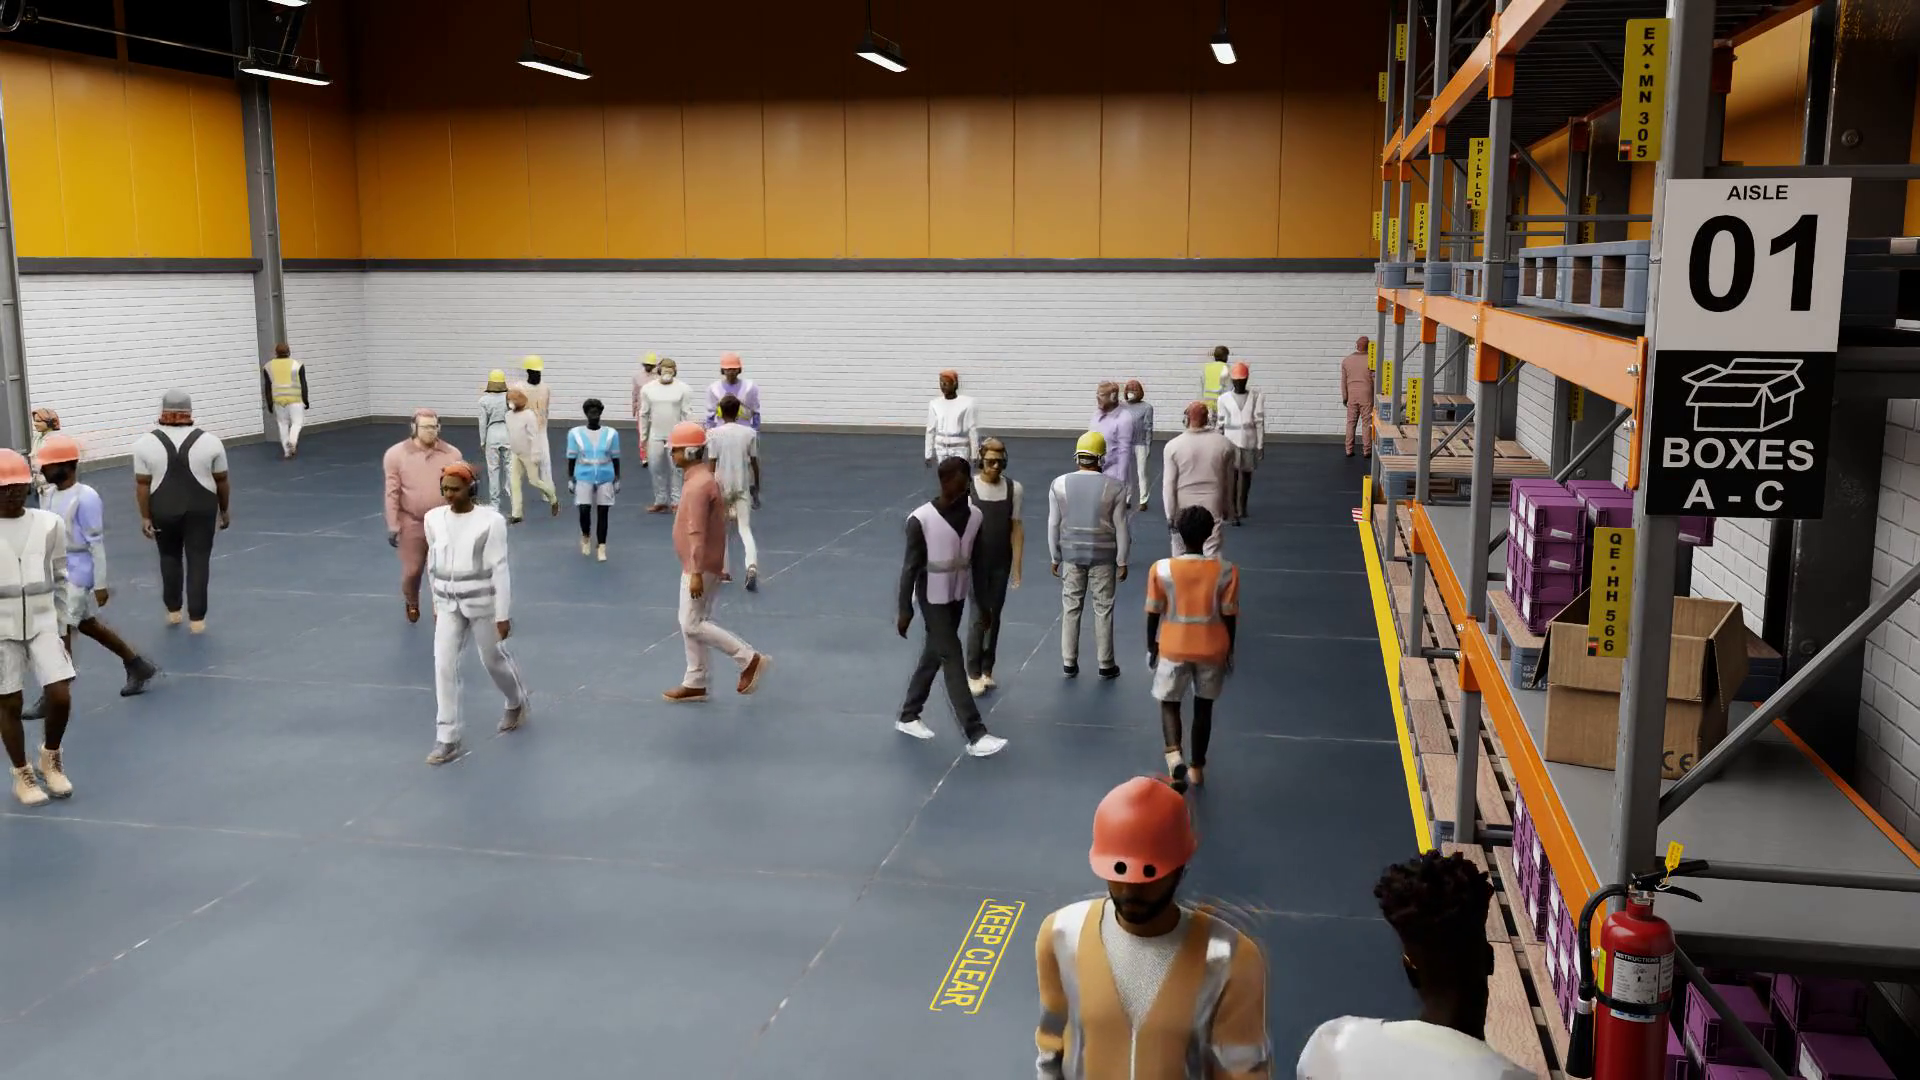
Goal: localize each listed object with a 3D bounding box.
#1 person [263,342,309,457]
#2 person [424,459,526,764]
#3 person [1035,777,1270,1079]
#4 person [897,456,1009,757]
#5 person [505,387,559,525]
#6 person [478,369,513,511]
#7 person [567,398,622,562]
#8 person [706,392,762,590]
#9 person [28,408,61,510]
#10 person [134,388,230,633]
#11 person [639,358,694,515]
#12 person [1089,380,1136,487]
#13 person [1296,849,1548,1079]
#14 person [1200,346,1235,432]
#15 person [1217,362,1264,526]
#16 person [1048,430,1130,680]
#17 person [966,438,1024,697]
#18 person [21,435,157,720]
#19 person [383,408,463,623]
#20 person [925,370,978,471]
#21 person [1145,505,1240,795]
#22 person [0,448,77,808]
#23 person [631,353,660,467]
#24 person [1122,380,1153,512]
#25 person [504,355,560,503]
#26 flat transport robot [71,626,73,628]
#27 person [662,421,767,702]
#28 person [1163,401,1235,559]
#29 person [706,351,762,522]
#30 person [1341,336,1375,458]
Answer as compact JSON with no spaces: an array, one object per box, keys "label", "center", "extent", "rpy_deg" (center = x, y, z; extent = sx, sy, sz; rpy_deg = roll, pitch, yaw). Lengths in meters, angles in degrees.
[{"label":"person","center":[-10.550,-2.186,26.036],"extent":[0.636,1.823,0.597],"rpy_deg":[-1,9,-7]},{"label":"person","center":[-3.044,0.399,10.434],"extent":[0.585,1.846,0.960],"rpy_deg":[2,10,12]},{"label":"person","center":[0.432,1.463,3.875],"extent":[0.565,1.883,0.984],"rpy_deg":[3,10,17]},{"label":"person","center":[-0.060,0.396,10.397],"extent":[1.015,1.852,0.614],"rpy_deg":[8,12,41]},{"label":"person","center":[-5.083,-1.005,19.583],"extent":[0.514,1.611,0.712],"rpy_deg":[6,11,31]},{"label":"person","center":[-5.675,-1.227,20.499],"extent":[0.489,1.743,0.322],"rpy_deg":[-4,10,-21]},{"label":"person","center":[-3.706,-0.607,16.911],"extent":[0.549,1.681,0.367],"rpy_deg":[-3,10,-19]},{"label":"person","center":[-2.115,-0.463,15.631],"extent":[0.528,1.842,0.876],"rpy_deg":[-4,10,-22]},{"label":"person","center":[-8.867,-0.472,16.256],"extent":[0.512,1.642,0.312],"rpy_deg":[5,11,28]},{"label":"person","center":[-6.472,-0.282,13.911],"extent":[0.695,2.000,0.897],"rpy_deg":[-4,10,-22]},{"label":"person","center":[-3.539,-1.247,20.086],"extent":[0.659,1.918,0.451],"rpy_deg":[0,9,-2]},{"label":"person","center":[1.474,-0.649,16.556],"extent":[0.453,1.892,0.670],"rpy_deg":[-5,11,-29]},{"label":"person","center":[0.957,1.555,3.212],"extent":[0.641,1.918,0.658],"rpy_deg":[9,13,43]},{"label":"person","center":[3.956,-2.009,25.026],"extent":[0.659,1.798,0.919],"rpy_deg":[9,13,43]},{"label":"person","center":[3.291,-1.154,19.575],"extent":[0.542,1.909,0.926],"rpy_deg":[1,9,4]},{"label":"person","center":[0.949,0.113,12.159],"extent":[0.600,1.831,0.404],"rpy_deg":[3,10,17]},{"label":"person","center":[0.221,0.192,11.710],"extent":[0.502,1.821,0.639],"rpy_deg":[-3,10,-17]},{"label":"person","center":[-6.003,0.215,11.364],"extent":[0.558,1.900,0.966],"rpy_deg":[7,12,36]},{"label":"person","center":[-4.367,-0.152,13.606],"extent":[0.646,1.882,0.789],"rpy_deg":[-4,10,-24]},{"label":"person","center":[-0.134,-0.950,18.468],"extent":[0.604,1.859,0.626],"rpy_deg":[5,11,26]},{"label":"person","center":[1.318,0.643,9.440],"extent":[0.540,1.676,0.634],"rpy_deg":[1,9,5]},{"label":"person","center":[-5.224,0.503,9.236],"extent":[0.617,2.026,0.456],"rpy_deg":[-9,13,-44]},{"label":"person","center":[-4.678,-1.961,24.995],"extent":[0.532,1.712,0.859],"rpy_deg":[0,9,-1]},{"label":"person","center":[2.136,-1.154,20.422],"extent":[0.493,1.624,0.279],"rpy_deg":[5,11,30]},{"label":"person","center":[-5.517,-1.426,21.290],"extent":[0.957,1.888,0.585],"rpy_deg":[9,13,43]},{"label":"flat transport robot","center":[-7.783,0.691,13.370],"extent":[0.652,0.197,1.431],"rpy_deg":[3,10,15]},{"label":"person","center":[-1.724,0.161,11.440],"extent":[0.623,1.972,0.633],"rpy_deg":[-2,10,-13]},{"label":"person","center":[2.066,-0.278,14.464],"extent":[0.643,1.852,1.014],"rpy_deg":[0,9,-1]},{"label":"person","center":[-2.643,-1.196,19.492],"extent":[0.651,2.006,0.933],"rpy_deg":[-2,10,-9]},{"label":"person","center":[6.317,-2.243,26.124],"extent":[0.652,1.909,0.409],"rpy_deg":[7,12,37]}]
